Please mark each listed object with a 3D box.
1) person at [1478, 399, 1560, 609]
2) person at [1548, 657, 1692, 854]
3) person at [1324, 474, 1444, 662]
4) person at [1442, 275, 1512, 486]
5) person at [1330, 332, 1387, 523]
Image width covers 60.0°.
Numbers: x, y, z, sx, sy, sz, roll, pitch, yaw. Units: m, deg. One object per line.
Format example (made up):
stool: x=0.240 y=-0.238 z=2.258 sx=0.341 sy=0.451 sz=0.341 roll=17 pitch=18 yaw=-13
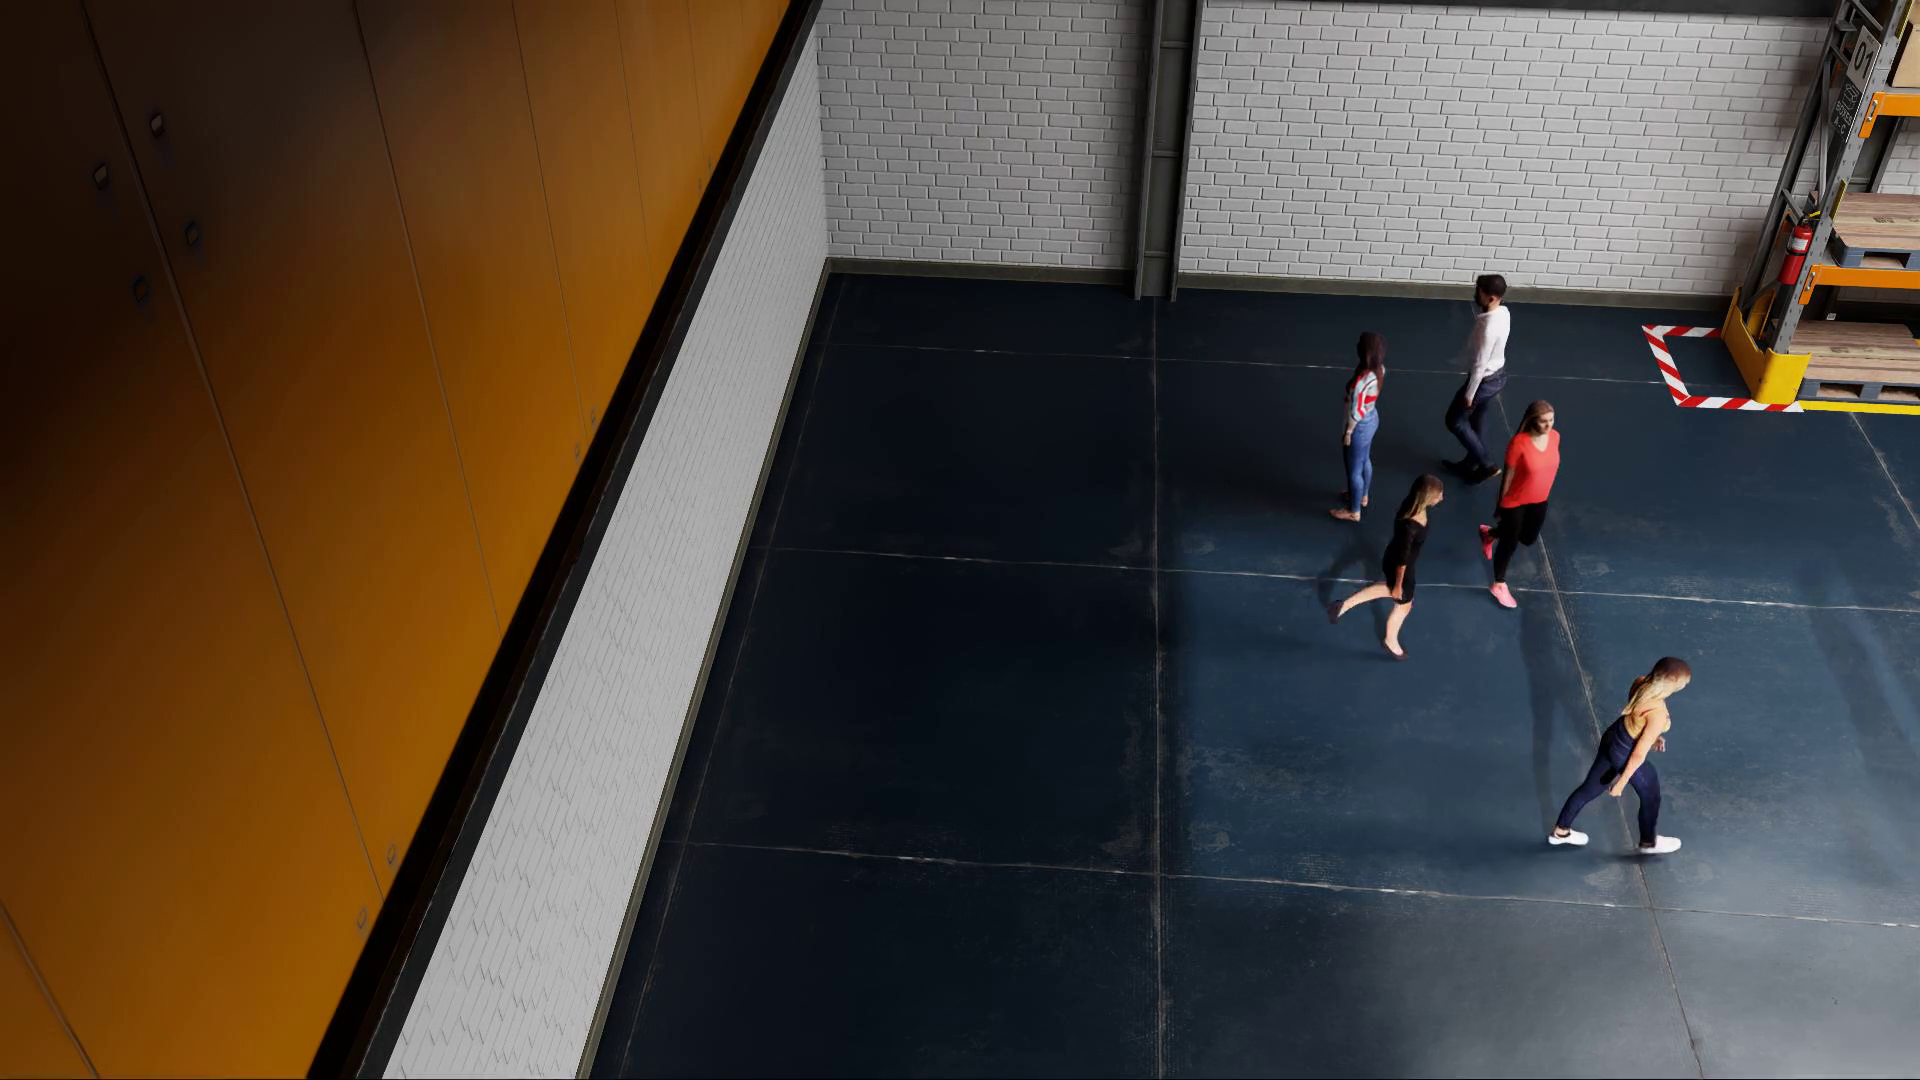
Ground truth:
person: x=4.009 y=-0.317 z=12.045 sx=0.921 sy=1.677 sz=0.871 roll=-13 pitch=40 yaw=-16
person: x=3.933 y=1.317 z=10.069 sx=1.038 sy=1.590 sz=0.654 roll=-2 pitch=39 yaw=-2
person: x=2.948 y=0.179 z=11.443 sx=0.956 sy=1.653 sz=0.767 roll=11 pitch=40 yaw=13
person: x=4.172 y=-1.212 z=13.025 sx=0.904 sy=1.852 sz=0.832 roll=24 pitch=45 yaw=27
person: x=3.099 y=-0.883 z=12.810 sx=0.659 sy=1.607 sz=0.673 roll=17 pitch=42 yaw=20
